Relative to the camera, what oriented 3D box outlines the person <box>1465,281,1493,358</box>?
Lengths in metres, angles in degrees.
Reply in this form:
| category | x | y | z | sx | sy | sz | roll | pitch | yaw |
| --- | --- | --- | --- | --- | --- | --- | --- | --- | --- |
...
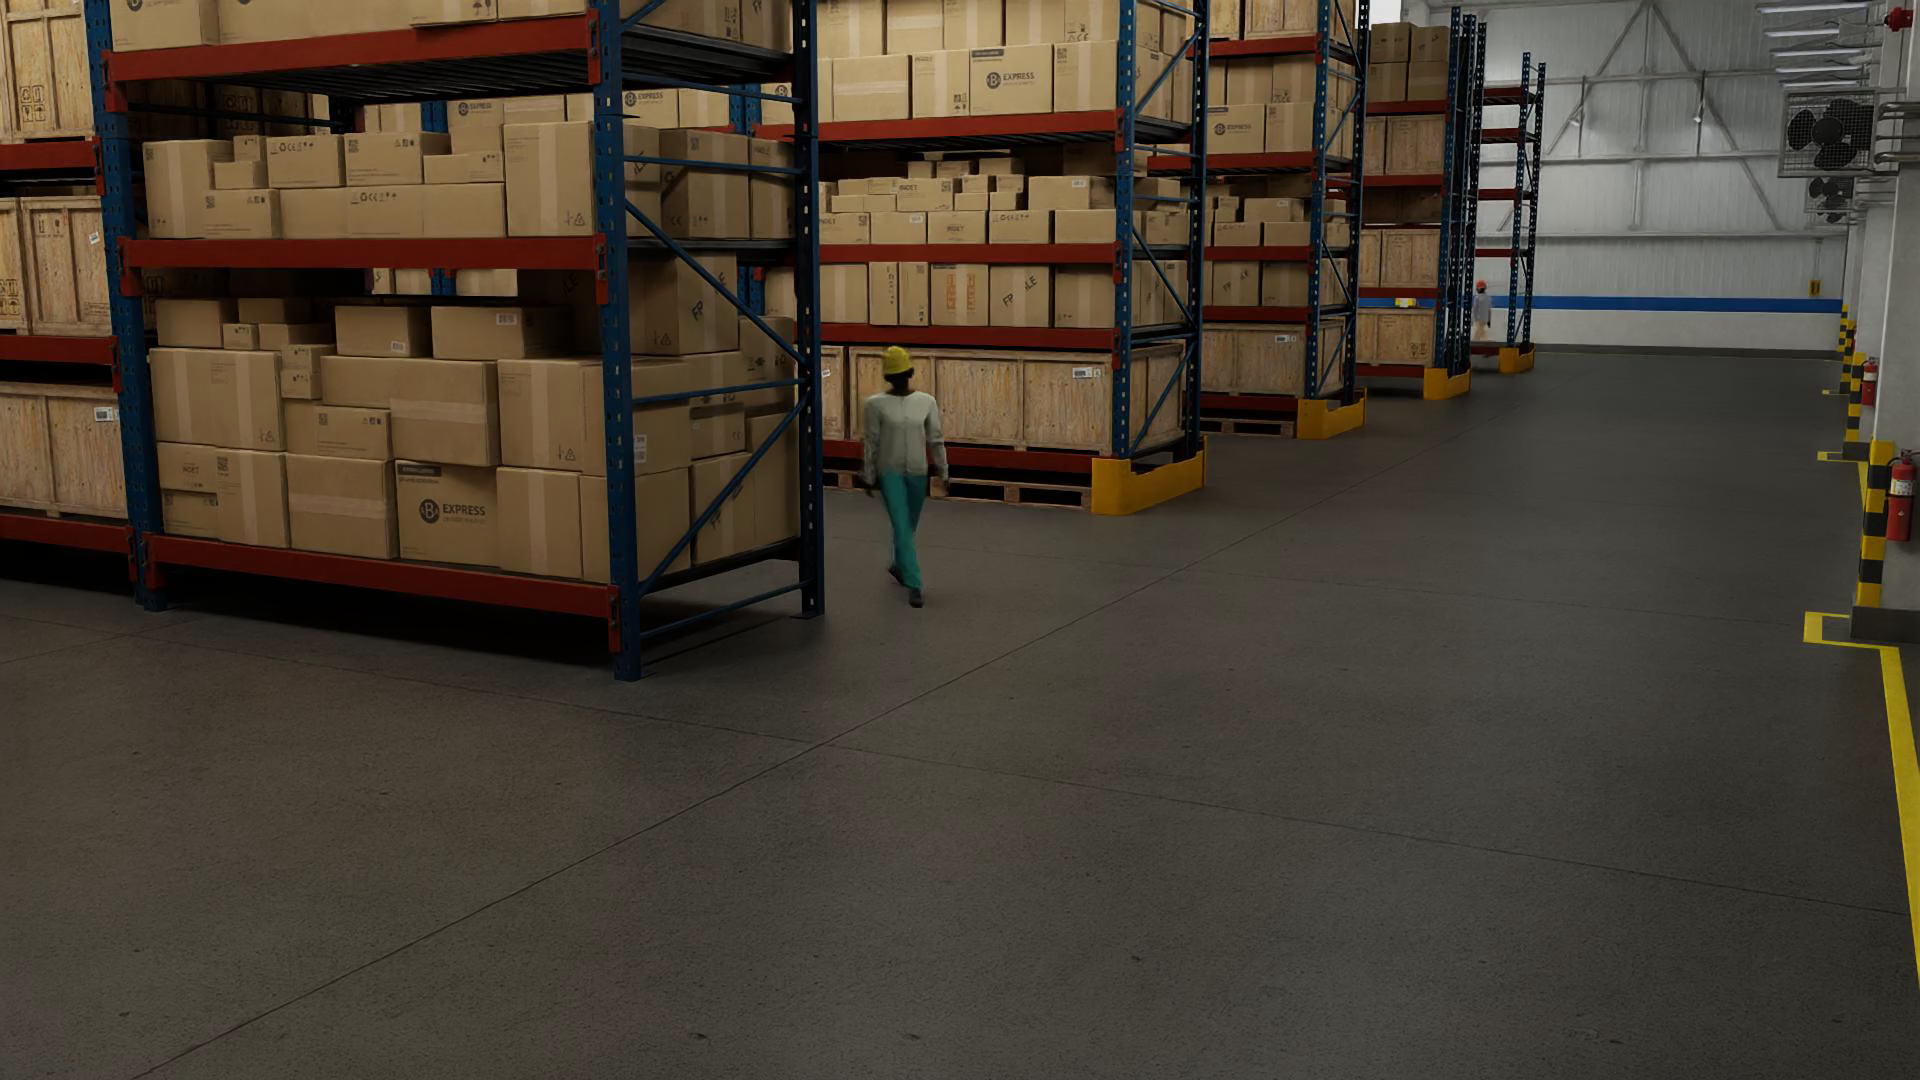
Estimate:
| category | x | y | z | sx | sy | sz | roll | pitch | yaw |
| --- | --- | --- | --- | --- | --- | --- | --- | --- | --- |
| person | 11.606 | -4.919 | 37.145 | 0.567 | 1.704 | 0.903 | -8 | 12 | -37 |

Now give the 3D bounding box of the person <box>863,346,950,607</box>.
| category | x | y | z | sx | sy | sz | roll | pitch | yaw |
| --- | --- | --- | --- | --- | --- | --- | --- | --- | --- |
| person | -0.391 | -0.460 | 11.285 | 0.565 | 1.717 | 0.889 | -4 | 10 | -20 |
